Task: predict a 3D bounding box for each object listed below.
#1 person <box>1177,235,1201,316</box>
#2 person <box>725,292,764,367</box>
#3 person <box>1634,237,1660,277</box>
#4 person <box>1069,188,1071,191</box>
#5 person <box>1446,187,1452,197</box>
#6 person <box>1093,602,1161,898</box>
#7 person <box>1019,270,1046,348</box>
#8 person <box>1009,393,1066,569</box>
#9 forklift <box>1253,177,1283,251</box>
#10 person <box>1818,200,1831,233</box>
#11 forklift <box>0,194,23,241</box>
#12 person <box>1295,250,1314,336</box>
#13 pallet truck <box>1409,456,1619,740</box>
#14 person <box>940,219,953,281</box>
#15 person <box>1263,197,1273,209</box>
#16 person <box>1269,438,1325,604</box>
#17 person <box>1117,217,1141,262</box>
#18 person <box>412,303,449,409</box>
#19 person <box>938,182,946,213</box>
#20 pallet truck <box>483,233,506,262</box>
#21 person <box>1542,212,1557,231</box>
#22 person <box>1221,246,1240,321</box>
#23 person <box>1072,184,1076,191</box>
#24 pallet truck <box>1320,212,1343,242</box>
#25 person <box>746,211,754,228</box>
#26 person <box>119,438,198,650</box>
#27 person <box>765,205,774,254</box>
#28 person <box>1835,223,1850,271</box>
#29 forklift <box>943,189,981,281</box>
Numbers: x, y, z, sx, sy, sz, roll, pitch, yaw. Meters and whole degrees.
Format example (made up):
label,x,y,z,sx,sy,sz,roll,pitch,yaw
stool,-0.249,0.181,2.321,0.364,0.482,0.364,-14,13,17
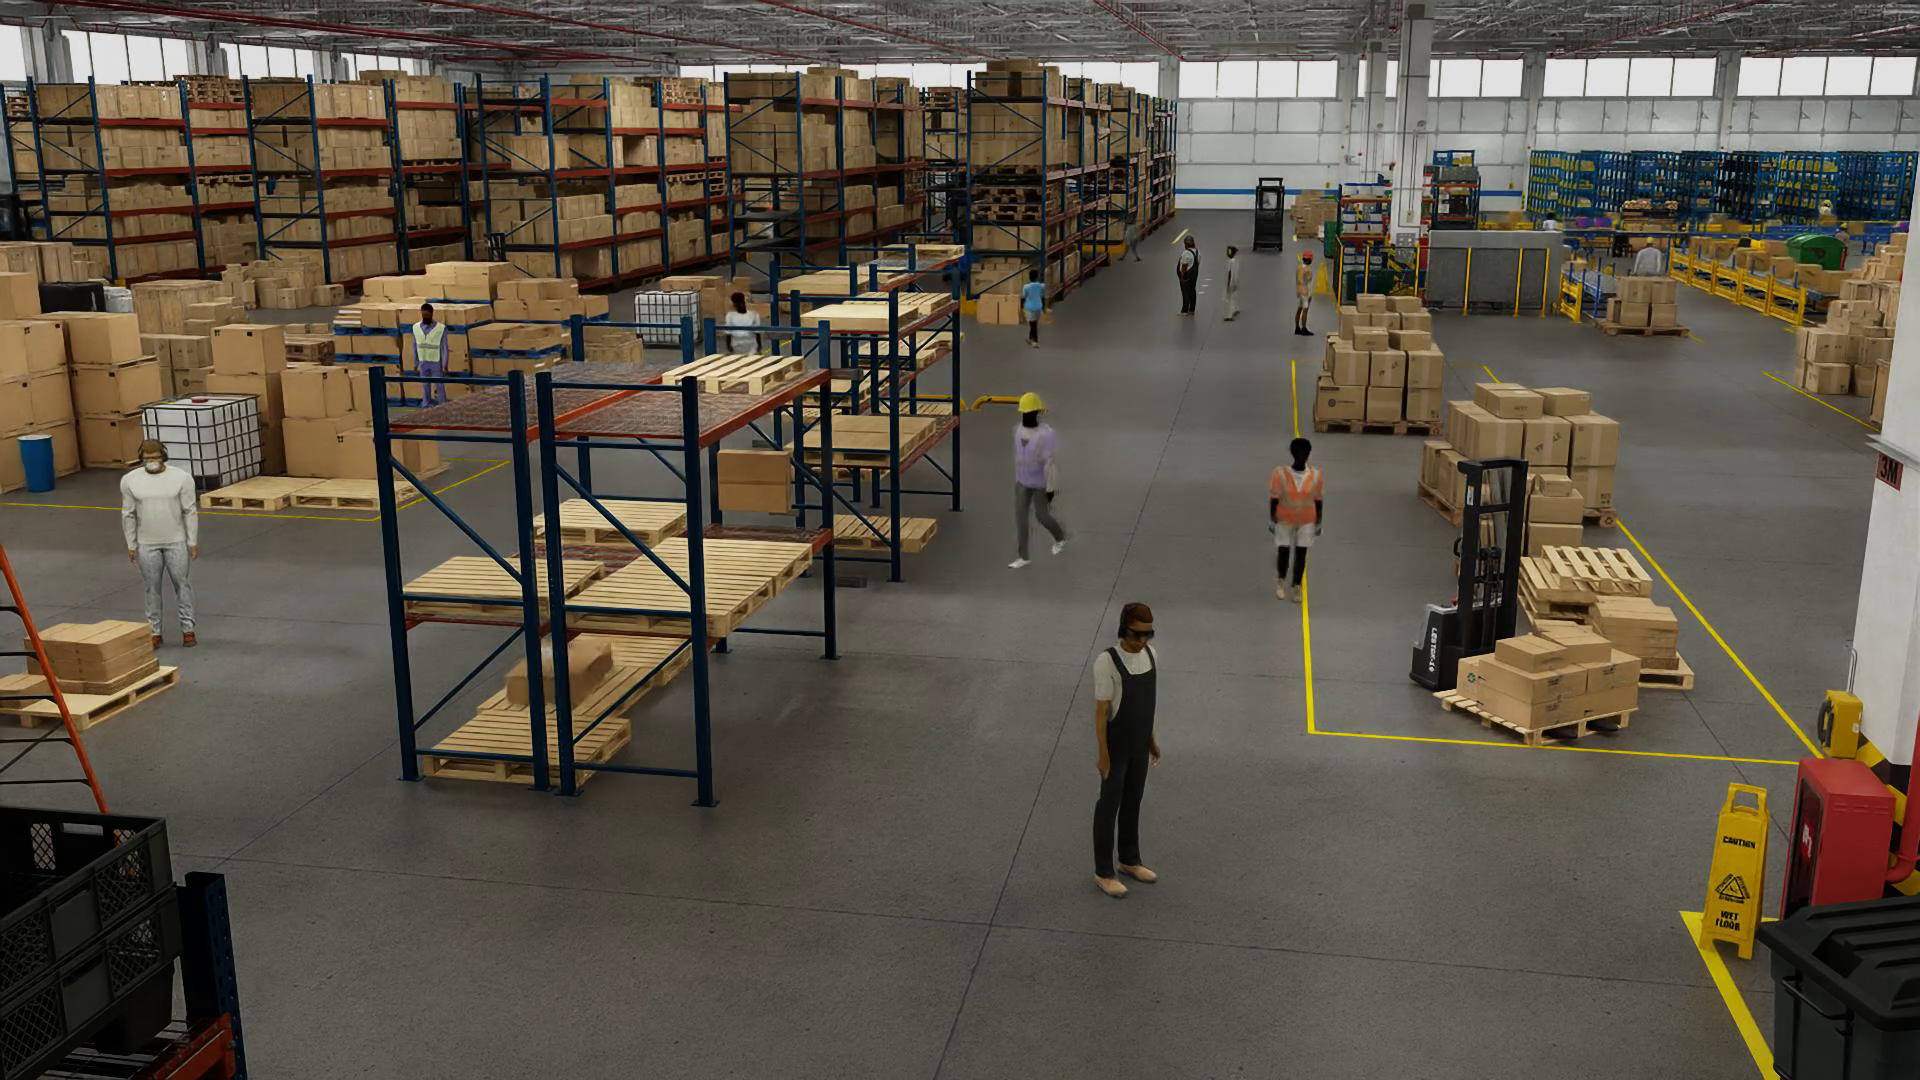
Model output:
label,x,y,z,sx,sy,sz,roll,pitch,yaw
person,5.741,-6.693,42.106,0.537,2.000,0.682,12,18,40
person,-3.718,-3.331,28.673,0.640,1.935,0.683,-3,14,-11
person,18.588,-7.293,45.062,0.621,1.779,0.915,2,14,8
person,5.446,-16.876,83.910,0.634,1.818,0.720,1,14,4
person,23.488,-16.013,80.141,0.659,1.945,0.522,-7,16,-27
person,1.031,1.266,10.210,0.504,1.839,0.344,-12,18,-41
person,1.548,-5.025,36.115,0.556,1.646,0.856,-6,15,-24
person,0.840,-0.667,17.947,0.585,1.902,0.775,12,18,39
forklift,12.083,-12.747,64.956,1.129,2.768,1.873,3,14,10
person,35.733,-13.139,68.739,0.403,1.820,0.602,-5,15,-19
forklift,-27.737,-8.661,48.367,1.129,2.768,1.873,3,14,10
person,7.911,-5.662,38.130,0.375,1.939,0.546,-5,15,-20
pallet truck,4.504,0.400,13.395,0.823,1.965,1.885,-6,15,-23
person,-0.319,-9.053,51.956,0.642,1.913,0.409,-8,16,-29
person,12.767,-13.350,69.413,0.648,1.897,0.928,7,16,27
person,3.321,-0.188,16.413,0.545,1.678,0.391,0,14,2
person,6.100,-10.770,59.623,0.923,1.570,0.498,-2,14,-8
person,-8.507,-2.853,26.763,0.587,1.921,0.391,1,14,6
person,-0.980,-19.518,94.787,0.563,1.742,0.338,-6,15,-22
pallet truck,-11.832,-7.026,43.548,1.885,1.965,0.823,8,16,28
person,21.778,-11.259,61.427,0.537,1.665,0.836,-3,14,-10
person,6.633,-6.285,40.826,0.406,1.851,0.557,8,16,29
person,6.222,-17.920,87.941,0.619,1.922,0.791,0,14,-2
pallet truck,15.874,-13.227,70.310,0.680,1.201,1.601,10,17,35
person,-9.564,-14.722,74.955,0.558,1.918,0.553,0,14,-1
person,-7.206,0.028,15.033,0.630,1.938,0.372,-5,15,-18
person,-6.688,-11.005,59.678,0.608,2.005,0.499,-4,14,-14
person,27.875,-9.137,52.587,0.299,1.772,0.533,-7,16,-27
forklift,0.150,-9.503,51.784,1.129,2.768,1.873,3,14,10
